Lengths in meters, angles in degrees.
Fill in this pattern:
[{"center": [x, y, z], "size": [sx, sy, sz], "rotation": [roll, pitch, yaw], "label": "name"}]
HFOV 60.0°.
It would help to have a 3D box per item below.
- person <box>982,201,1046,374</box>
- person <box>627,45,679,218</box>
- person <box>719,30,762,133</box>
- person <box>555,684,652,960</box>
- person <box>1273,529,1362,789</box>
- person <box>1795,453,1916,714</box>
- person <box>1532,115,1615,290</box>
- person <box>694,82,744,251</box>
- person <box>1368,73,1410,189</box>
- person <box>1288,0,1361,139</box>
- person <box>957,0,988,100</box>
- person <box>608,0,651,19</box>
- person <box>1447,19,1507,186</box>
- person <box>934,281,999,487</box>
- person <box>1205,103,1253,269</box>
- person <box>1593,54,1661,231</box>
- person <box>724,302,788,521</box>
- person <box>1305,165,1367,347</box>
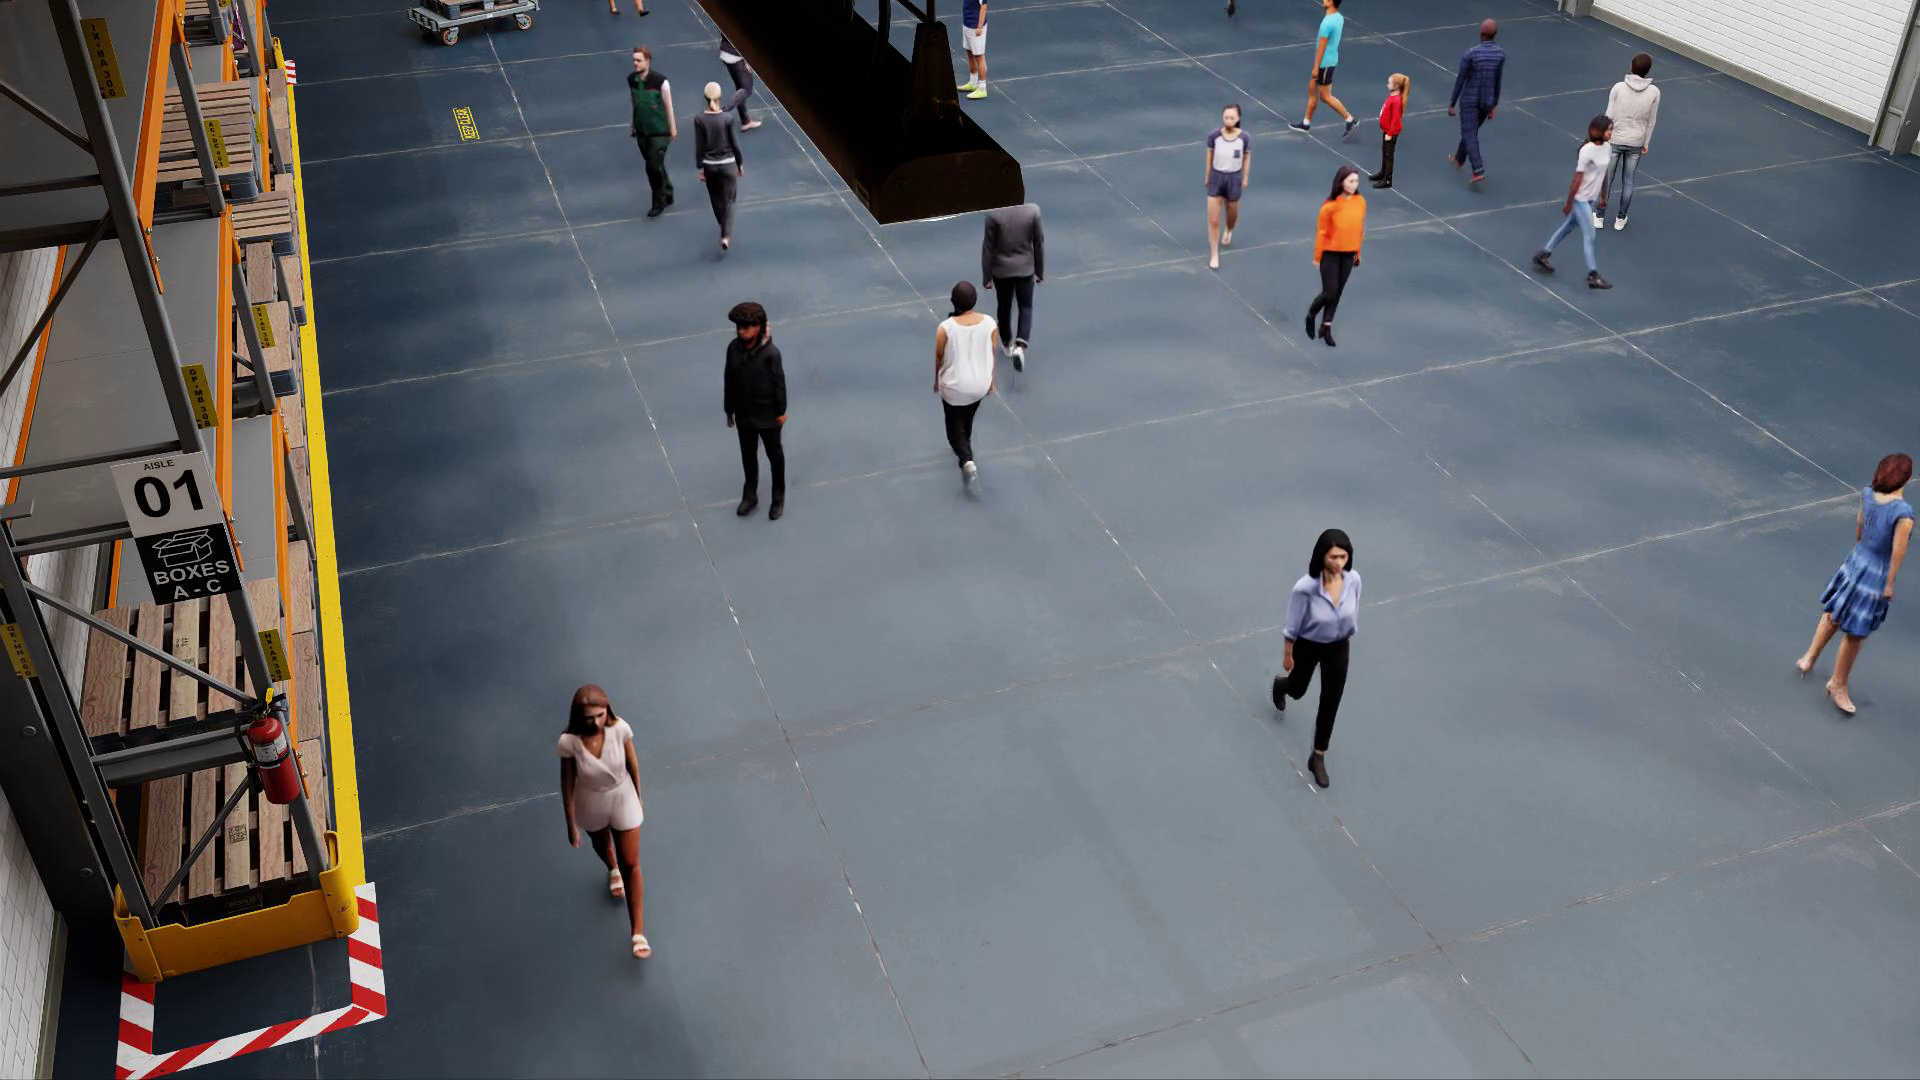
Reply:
[{"center": [0.487, -2.357, 14.792], "size": [0.941, 1.800, 1.116], "rotation": [0, 34, 0], "label": "person"}, {"center": [-3.257, -4.430, 17.890], "size": [0.896, 1.821, 0.955], "rotation": [16, 37, 22], "label": "person"}, {"center": [-2.721, -5.702, 19.817], "size": [0.981, 1.807, 1.038], "rotation": [-27, 42, -35], "label": "person"}, {"center": [-1.984, 1.430, 9.234], "size": [0.603, 1.645, 1.090], "rotation": [-10, 35, -15], "label": "person"}, {"center": [2.197, 0.651, 10.341], "size": [0.765, 1.718, 1.123], "rotation": [-6, 34, -9], "label": "person"}, {"center": [5.897, 0.309, 10.797], "size": [0.845, 1.782, 0.627], "rotation": [5, 34, 8], "label": "person"}, {"center": [6.084, -3.349, 16.397], "size": [0.891, 1.676, 1.221], "rotation": [-26, 41, -33], "label": "person"}, {"center": [-2.481, -3.819, 17.085], "size": [0.889, 1.695, 1.156], "rotation": [1, 34, 2], "label": "person"}, {"center": [4.824, -4.601, 18.636], "size": [0.621, 1.281, 0.525], "rotation": [1, 34, 1], "label": "person"}, {"center": [4.433, -5.630, 19.757], "size": [1.146, 1.753, 1.095], "rotation": [14, 36, 20], "label": "person"}, {"center": [0.191, -6.544, 21.056], "size": [0.692, 1.839, 0.489], "rotation": [-13, 36, -18], "label": "person"}, {"center": [-4.982, -8.365, 23.981], "size": [0.856, 1.634, 1.156], "rotation": [-27, 42, -34], "label": "person"}, {"center": [5.809, -4.857, 18.565], "size": [0.811, 1.785, 1.241], "rotation": [-6, 34, -9], "label": "person"}, {"center": [0.032, -1.235, 13.227], "size": [0.650, 1.664, 0.996], "rotation": [-12, 35, -17], "label": "person"}, {"center": [2.687, -3.617, 16.842], "size": [0.874, 1.629, 1.018], "rotation": [6, 34, 9], "label": "person"}, {"center": [6.995, -4.191, 17.503], "size": [0.756, 1.853, 0.760], "rotation": [6, 34, 10], "label": "person"}, {"center": [-1.555, -1.038, 12.829], "size": [0.766, 1.775, 0.808], "rotation": [9, 35, 13], "label": "person"}, {"center": [3.404, -2.627, 15.251], "size": [0.650, 1.741, 0.674], "rotation": [-16, 37, -22], "label": "person"}]
